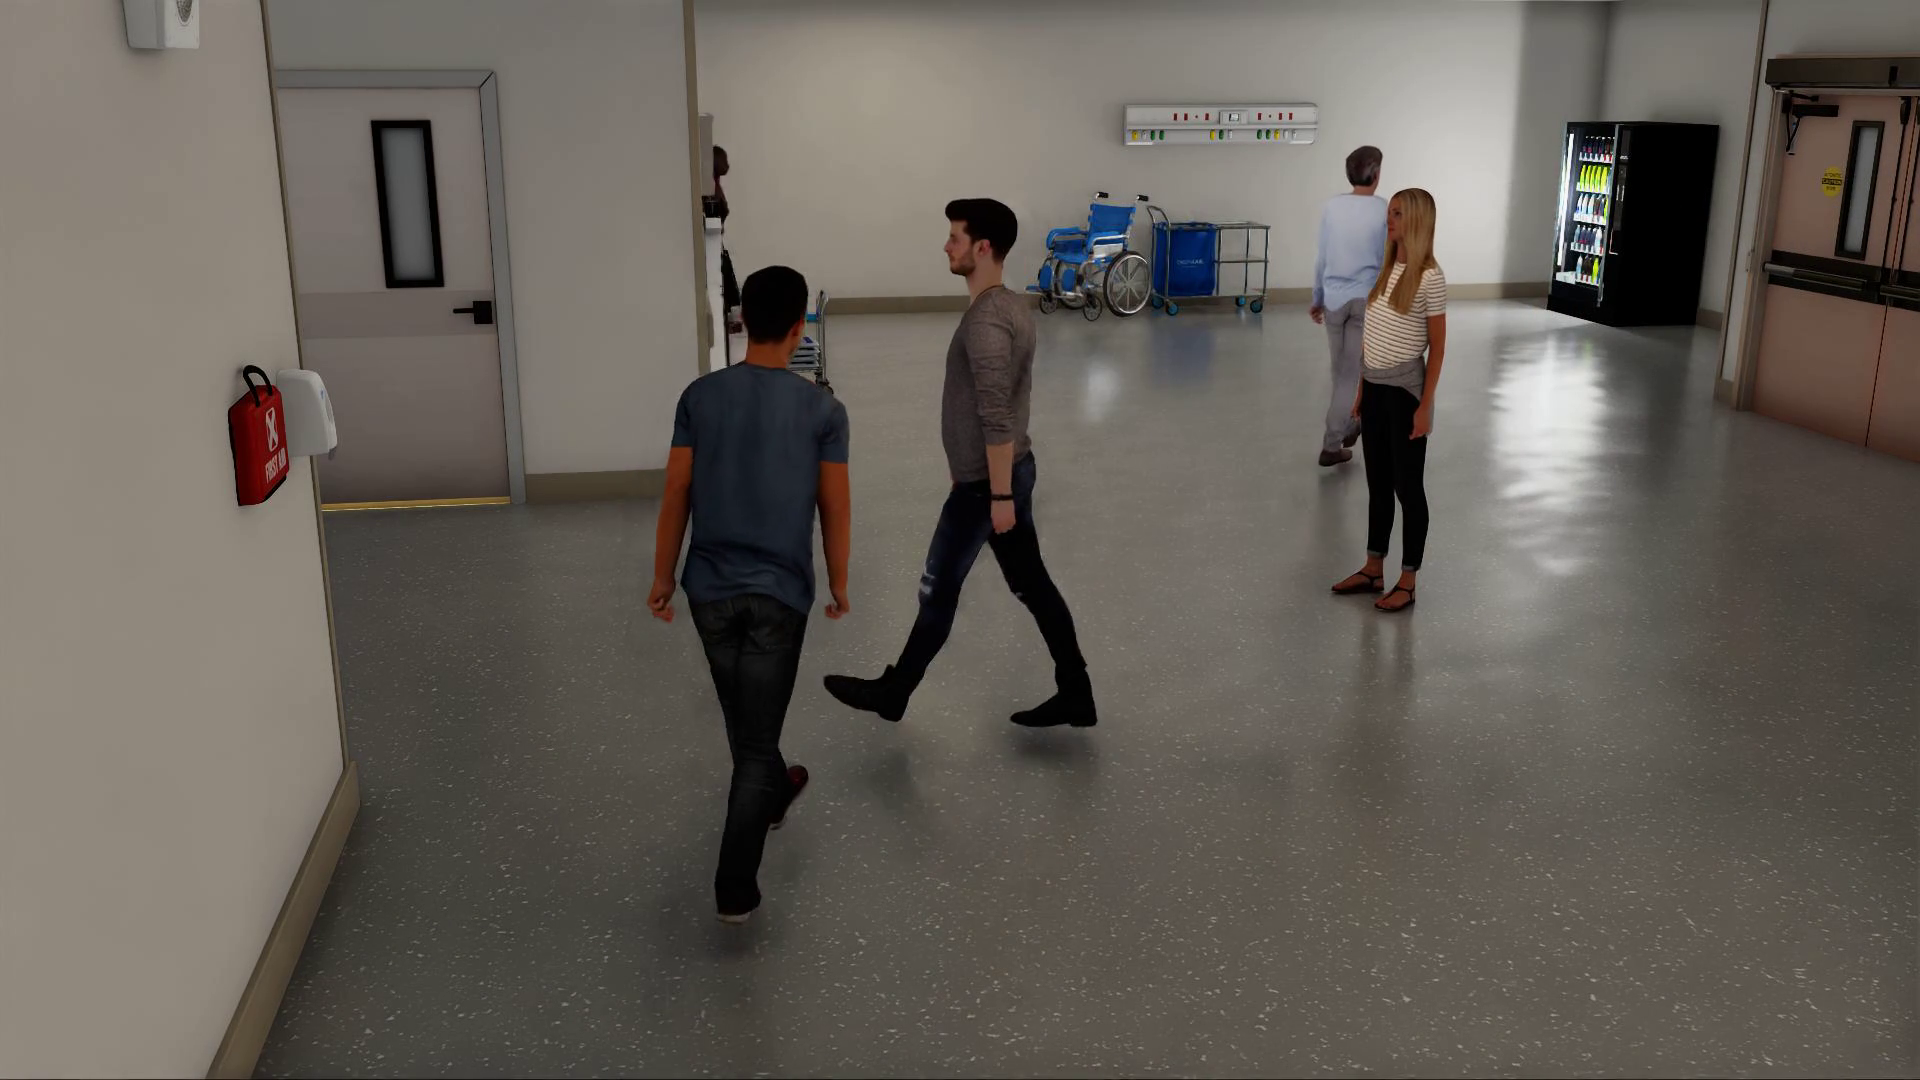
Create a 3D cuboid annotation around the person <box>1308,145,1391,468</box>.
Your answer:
[{"bbox_3d":[2.282,-1.342,9.820,1.121,1.853,1.177,11,19,34],"label":"person"}]

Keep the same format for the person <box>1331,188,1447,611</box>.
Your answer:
[{"bbox_3d":[1.925,-0.615,7.292,0.724,1.826,0.563,-8,17,-25],"label":"person"}]

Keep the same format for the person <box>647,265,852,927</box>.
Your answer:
[{"bbox_3d":[-0.605,0.192,4.588,0.983,1.739,1.280,3,16,9],"label":"person"}]

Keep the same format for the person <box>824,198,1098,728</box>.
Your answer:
[{"bbox_3d":[0.193,-0.183,5.701,1.063,1.857,1.249,3,16,10],"label":"person"}]
